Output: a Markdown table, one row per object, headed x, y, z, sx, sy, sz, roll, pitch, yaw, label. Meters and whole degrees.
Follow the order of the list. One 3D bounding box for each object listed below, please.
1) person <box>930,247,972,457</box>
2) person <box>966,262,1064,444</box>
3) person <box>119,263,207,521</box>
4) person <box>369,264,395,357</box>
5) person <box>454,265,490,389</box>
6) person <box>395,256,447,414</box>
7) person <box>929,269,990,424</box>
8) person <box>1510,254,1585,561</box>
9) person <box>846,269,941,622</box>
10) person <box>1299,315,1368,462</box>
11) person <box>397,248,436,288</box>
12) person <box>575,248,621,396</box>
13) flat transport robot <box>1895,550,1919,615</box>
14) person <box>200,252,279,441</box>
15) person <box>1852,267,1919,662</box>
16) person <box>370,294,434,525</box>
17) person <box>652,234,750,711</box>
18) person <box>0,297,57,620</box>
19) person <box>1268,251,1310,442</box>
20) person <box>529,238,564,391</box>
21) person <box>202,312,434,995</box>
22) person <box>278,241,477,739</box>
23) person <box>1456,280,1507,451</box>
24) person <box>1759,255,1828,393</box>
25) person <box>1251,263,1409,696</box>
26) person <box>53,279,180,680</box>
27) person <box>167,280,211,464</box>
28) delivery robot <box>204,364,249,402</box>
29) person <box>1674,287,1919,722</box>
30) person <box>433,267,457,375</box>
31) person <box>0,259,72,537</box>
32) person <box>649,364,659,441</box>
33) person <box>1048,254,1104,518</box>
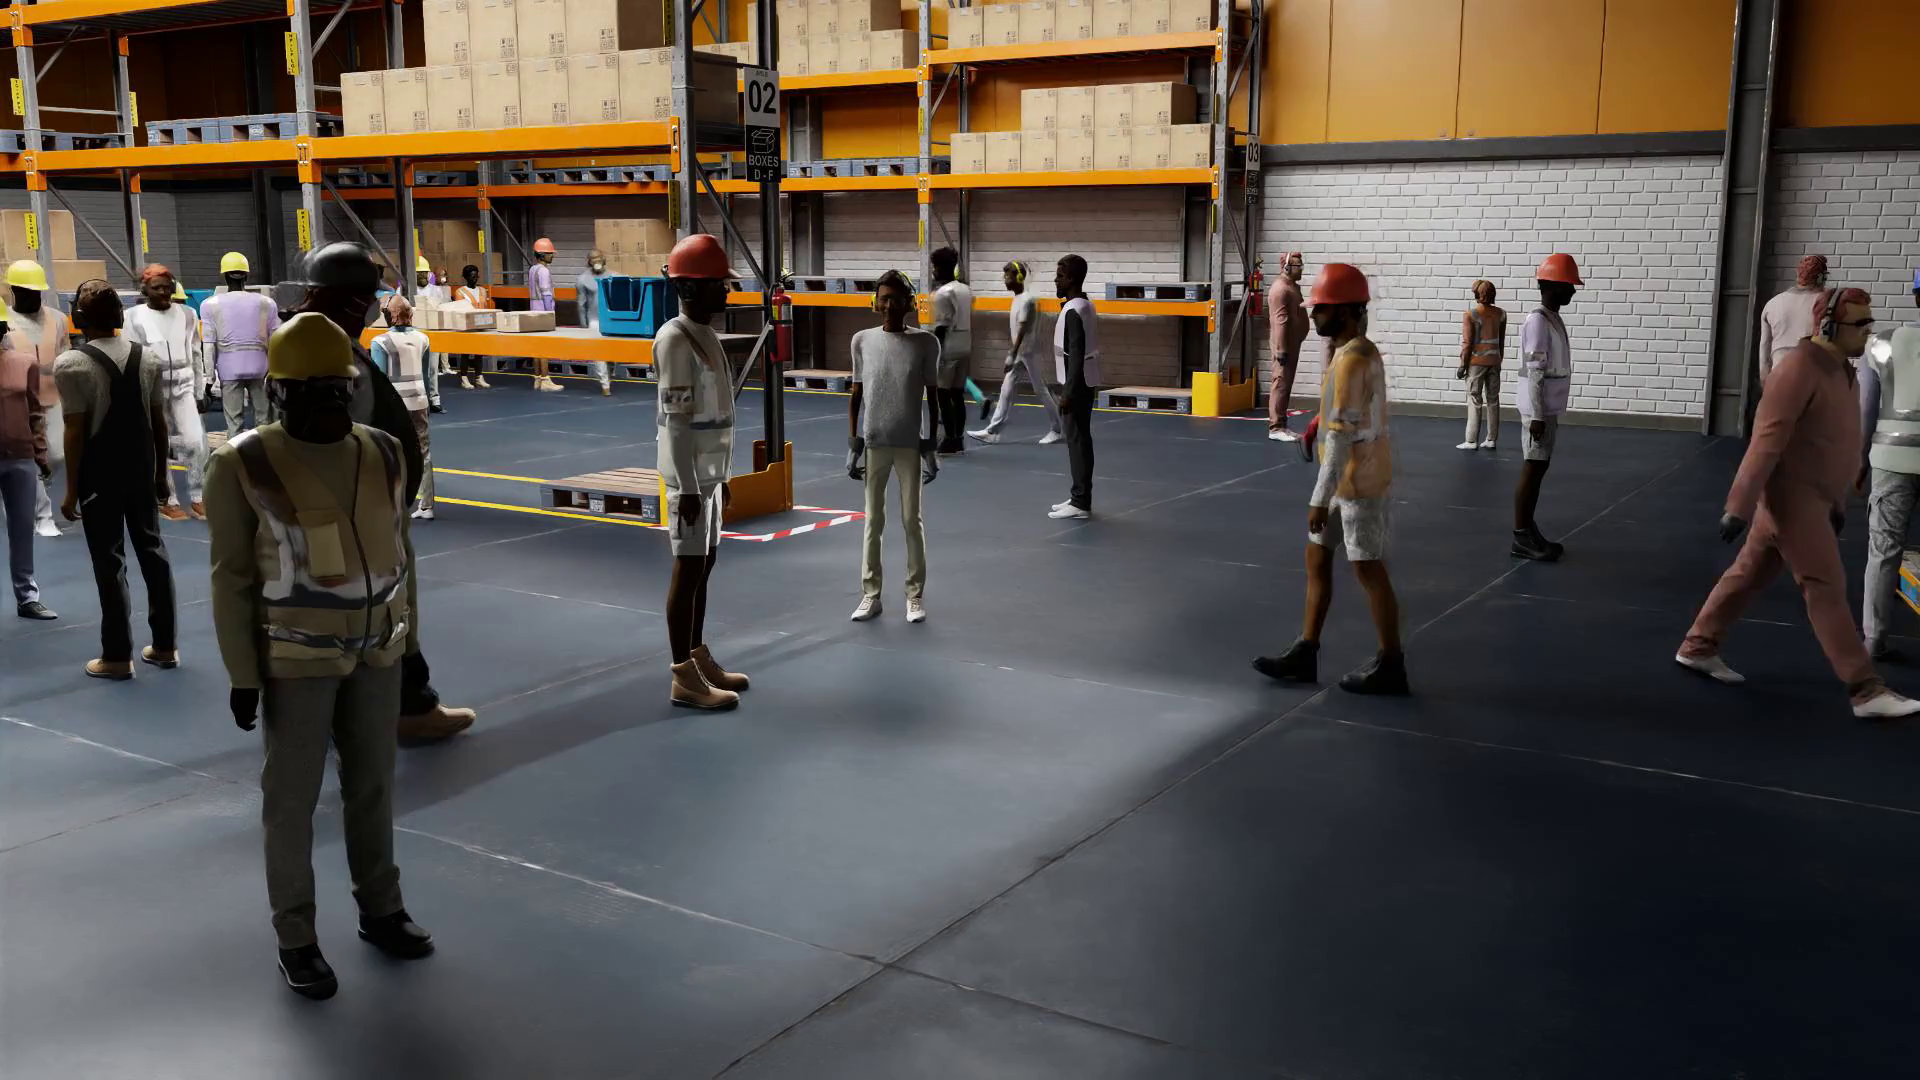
| x | y | z | sx | sy | sz | roll | pitch | yaw | label |
| --- | --- | --- | --- | --- | --- | --- | --- | --- | --- |
| -0.099 | -1.746 | 15.582 | 0.377 | 1.946 | 0.634 | 5 | 12 | 27 | person |
| 0.602 | -1.829 | 16.411 | 1.014 | 1.808 | 0.546 | -3 | 11 | -14 | person |
| -5.644 | -1.033 | 11.864 | 0.577 | 1.856 | 0.611 | -9 | 14 | -42 | person |
| -8.041 | -2.970 | 23.041 | 0.535 | 1.697 | 0.318 | -1 | 10 | -3 | person |
| -6.643 | -2.896 | 22.666 | 0.322 | 1.690 | 0.537 | 7 | 12 | 33 | person |
| -6.229 | -2.362 | 19.293 | 0.404 | 1.833 | 0.590 | 9 | 14 | 42 | person |
| -0.018 | -2.131 | 18.235 | 0.623 | 1.743 | 0.525 | 7 | 12 | 33 | person |
| 3.735 | -0.841 | 10.578 | 0.364 | 1.934 | 0.553 | 5 | 12 | 27 | person |
| -0.357 | -0.493 | 8.829 | 0.512 | 1.874 | 0.328 | 1 | 10 | 7 | person |
| 3.386 | -1.505 | 14.807 | 0.528 | 1.742 | 0.791 | -6 | 12 | -28 | person |
| -7.839 | -3.276 | 24.068 | 0.552 | 1.936 | 0.359 | -4 | 11 | -23 | person |
| -4.689 | -2.844 | 21.738 | 0.644 | 1.915 | 0.603 | -4 | 11 | -22 | person |
| 5.482 | 0.276 | 9.005 | 0.652 | 0.197 | 1.431 | 4 | 11 | 19 | flat transport robot |
| -5.784 | -1.347 | 13.415 | 0.595 | 1.923 | 0.379 | -7 | 12 | -32 | person |
| 4.572 | -0.360 | 7.906 | 0.605 | 1.940 | 0.412 | 8 | 13 | 39 | person |
| -3.967 | -0.922 | 11.849 | 0.309 | 1.641 | 0.514 | 5 | 11 | 27 | person |
| -1.117 | -0.293 | 7.246 | 0.378 | 2.045 | 0.605 | 1 | 10 | 4 | person |
| -5.017 | -0.415 | 8.694 | 0.325 | 1.767 | 0.533 | 6 | 12 | 32 | person |
| 3.326 | -1.954 | 16.830 | 0.407 | 1.906 | 0.655 | 4 | 11 | 19 | person |
| -5.567 | -3.018 | 22.348 | 0.384 | 2.041 | 0.615 | -6 | 12 | -30 | person |
| -1.723 | 0.298 | 4.555 | 0.404 | 1.832 | 0.600 | 8 | 13 | 37 | person |
| -2.345 | -0.201 | 6.745 | 0.794 | 2.000 | 0.708 | -4 | 11 | -19 | person |
| 5.034 | -1.680 | 16.047 | 0.512 | 1.642 | 0.311 | -4 | 11 | -23 | person |
| 6.488 | -1.225 | 12.789 | 0.409 | 1.907 | 0.651 | -7 | 13 | -35 | person |
| 1.652 | -0.256 | 7.388 | 0.826 | 1.912 | 0.591 | 3 | 11 | 14 | person |
| -3.904 | -0.276 | 7.700 | 0.325 | 1.843 | 0.517 | 6 | 12 | 30 | person |
| -6.274 | -1.208 | 13.234 | 0.675 | 1.730 | 0.487 | 2 | 10 | 10 | person |
| -8.764 | -1.839 | 19.679 | 0.707 | 0.478 | 0.477 | -4 | 11 | -20 | delivery robot |
| 3.664 | -0.176 | 7.217 | 1.124 | 1.830 | 0.658 | 9 | 13 | 40 | person |
| -7.801 | -3.285 | 24.995 | 0.284 | 1.626 | 0.496 | 4 | 11 | 23 | person |
| -6.396 | -0.969 | 11.424 | 0.648 | 1.897 | 0.601 | 8 | 13 | 37 | person |
| -2.895 | -1.813 | 16.806 | 0.507 | 1.632 | 0.275 | -2 | 10 | -12 | person |
| 0.850 | -1.102 | 12.137 | 0.391 | 1.899 | 0.587 | 2 | 10 | 11 | person |
